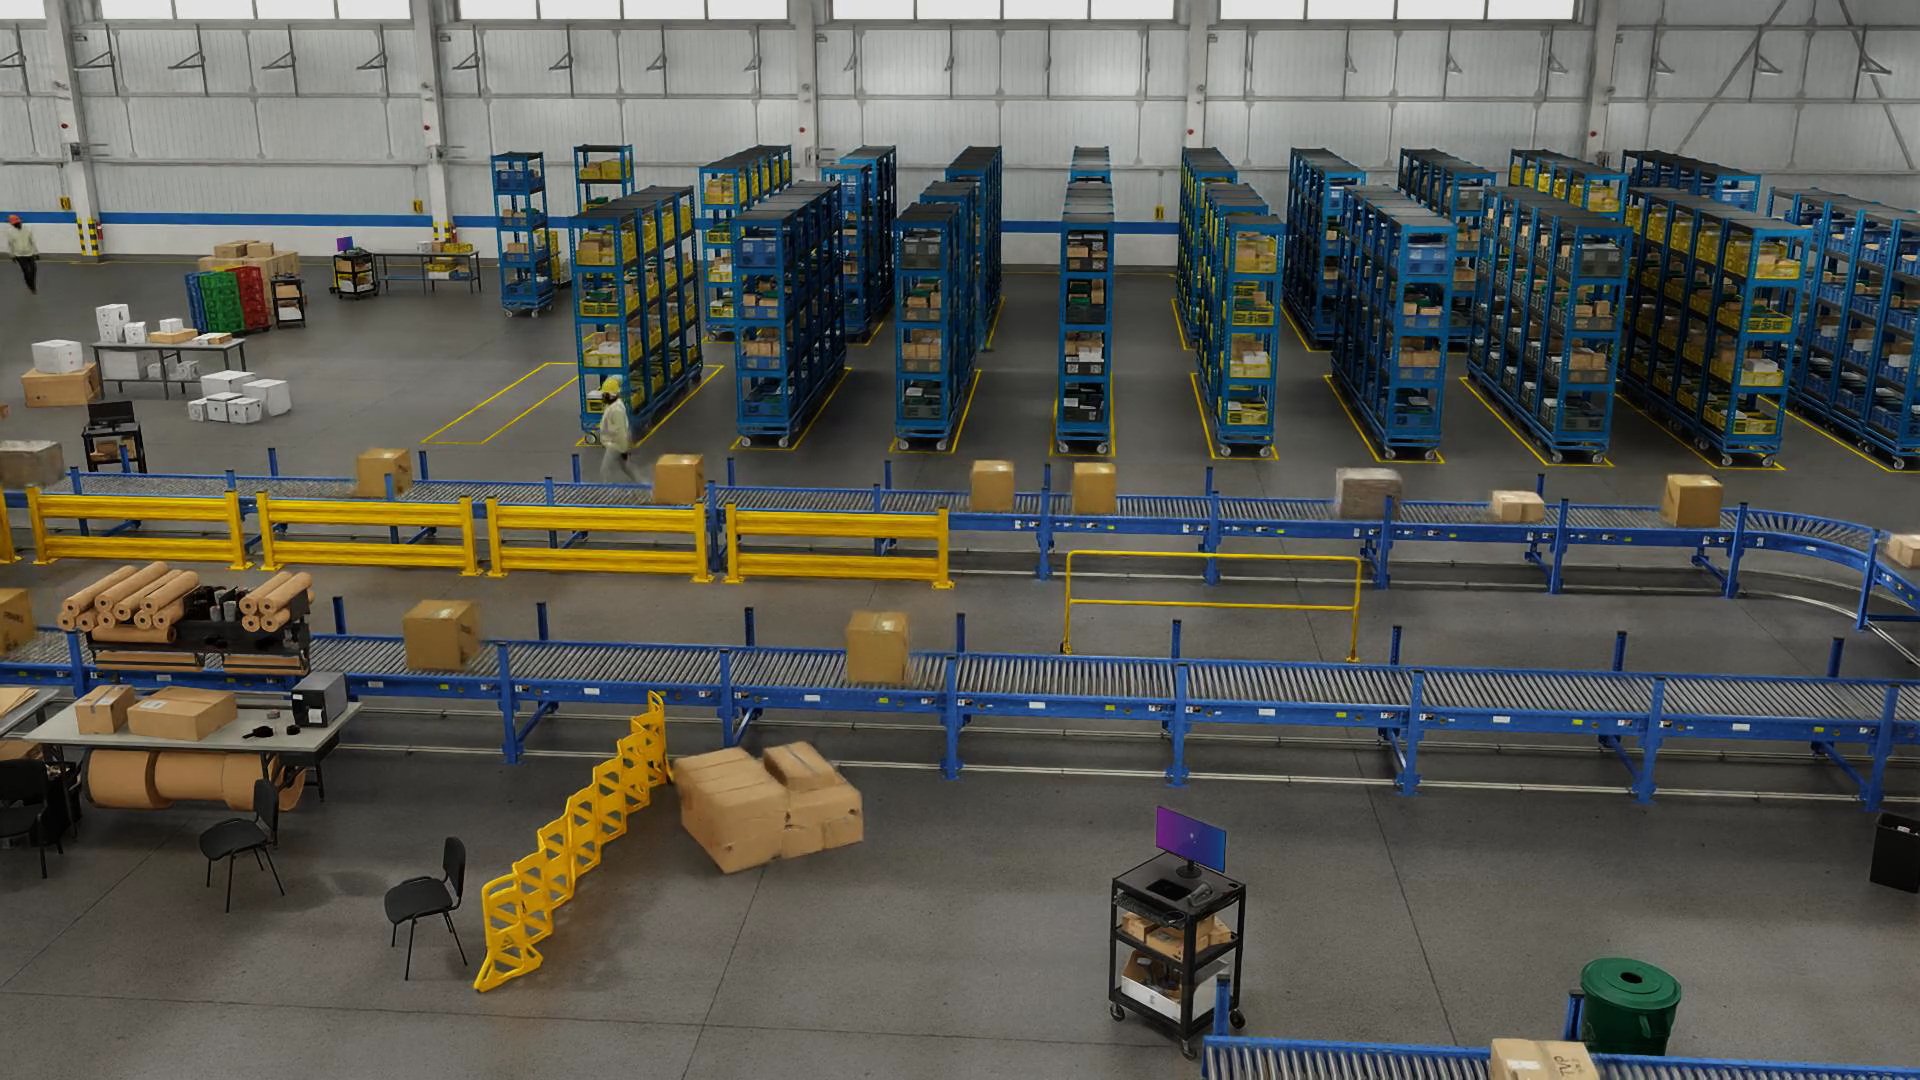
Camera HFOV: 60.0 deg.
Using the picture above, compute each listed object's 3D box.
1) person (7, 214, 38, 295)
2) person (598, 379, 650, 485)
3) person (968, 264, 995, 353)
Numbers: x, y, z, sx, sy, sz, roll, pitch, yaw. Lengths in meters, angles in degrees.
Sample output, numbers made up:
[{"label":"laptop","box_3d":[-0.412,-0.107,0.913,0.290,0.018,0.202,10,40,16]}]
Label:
[{"label":"person","box_3d":[-22.752,-6.954,40.421,0.617,1.960,0.569,-14,23,-38]},{"label":"person","box_3d":[-4.699,-1.359,22.941,0.896,1.796,0.589,-4,18,-11]},{"label":"person","box_3d":[0.192,-4.638,33.338,0.958,1.801,0.586,4,18,12]}]
